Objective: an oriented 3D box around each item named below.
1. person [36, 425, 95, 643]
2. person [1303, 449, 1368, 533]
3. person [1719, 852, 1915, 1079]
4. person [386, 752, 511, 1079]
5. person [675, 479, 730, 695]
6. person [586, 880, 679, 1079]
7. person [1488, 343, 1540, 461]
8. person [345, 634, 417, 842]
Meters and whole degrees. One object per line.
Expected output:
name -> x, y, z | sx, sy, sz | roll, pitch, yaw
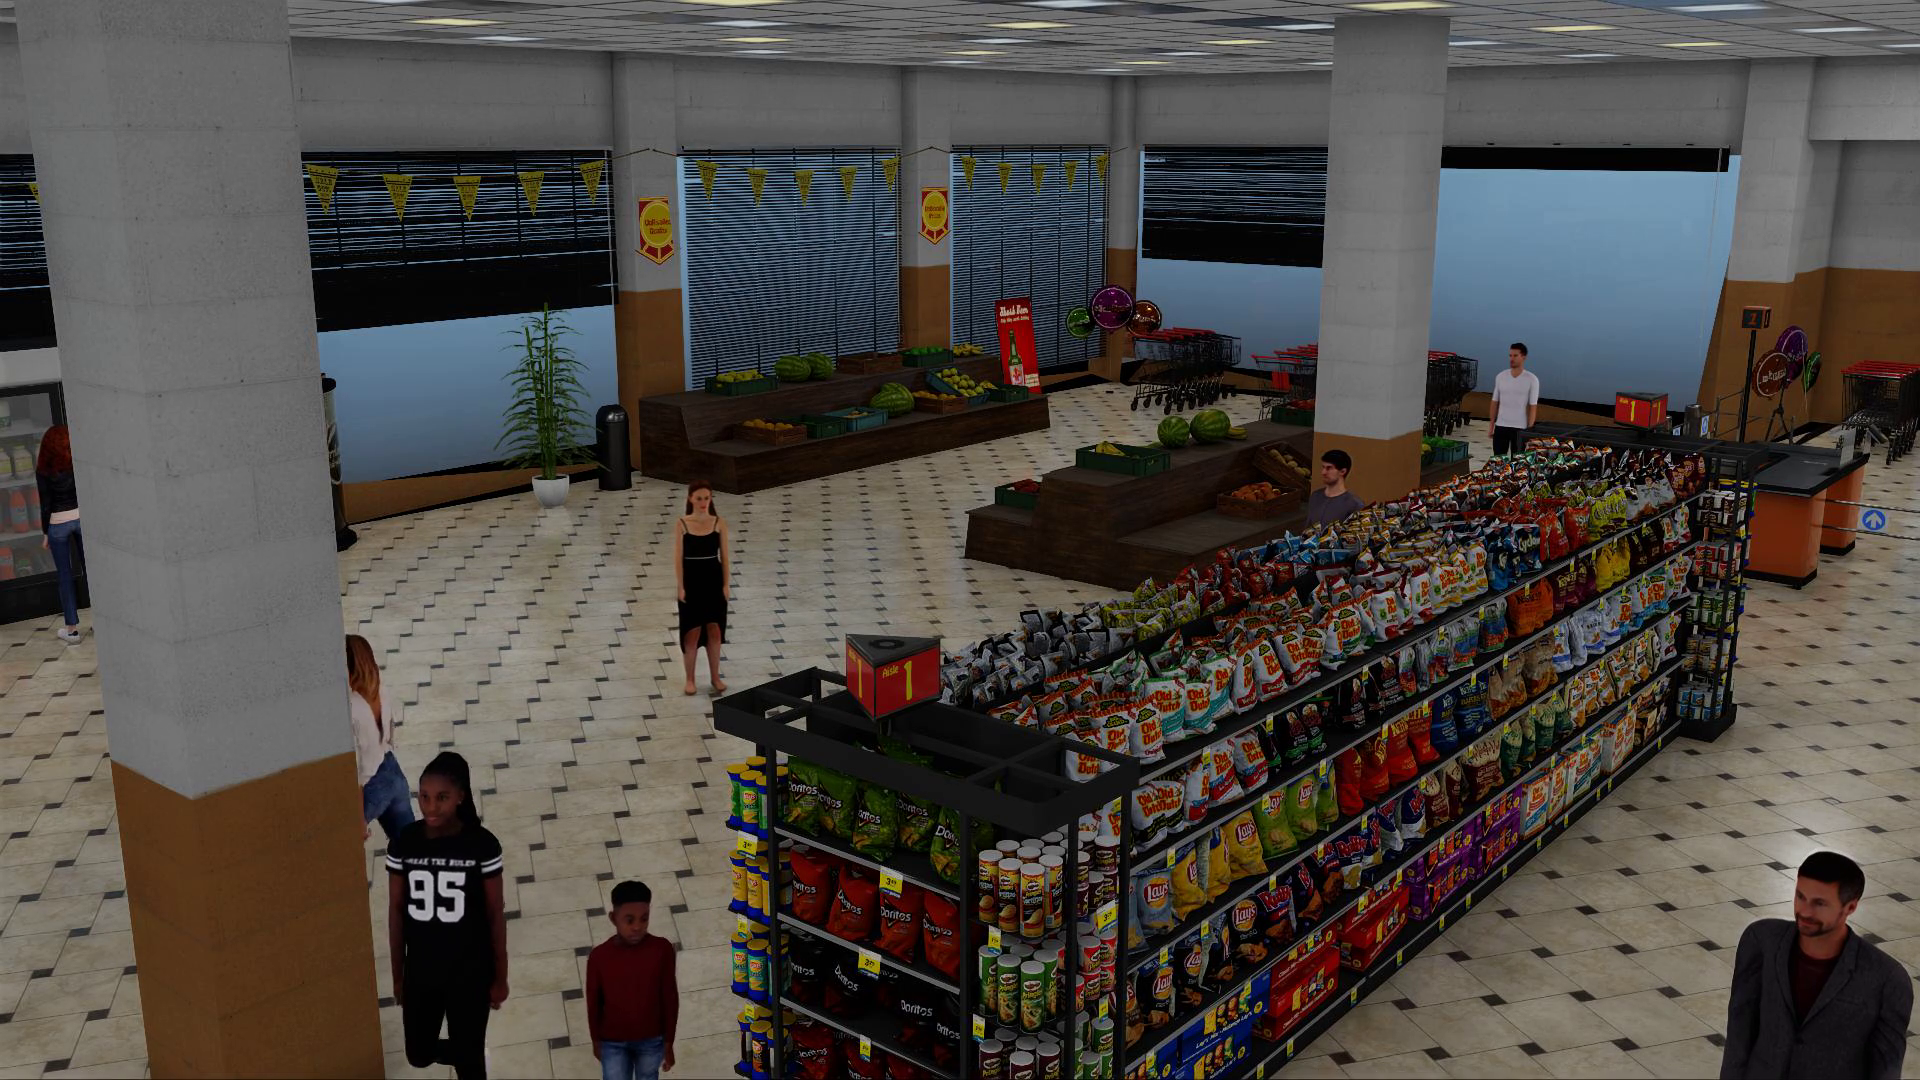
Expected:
person -> -7.273, -0.065, 13.601 | 0.639, 1.787, 0.493 | 13, 19, 43
person -> 2.709, 0.250, 12.160 | 0.608, 1.853, 0.719 | -11, 17, -37
person -> 2.737, 1.877, 5.414 | 0.599, 1.871, 0.704 | -13, 19, -43
person -> -1.997, 1.672, 6.587 | 0.916, 1.717, 1.009 | 0, 14, 1
person -> -1.910, 0.338, 12.296 | 0.643, 1.619, 0.719 | -4, 14, -16
person -> -1.294, 1.925, 6.612 | 0.885, 1.212, 0.852 | -3, 14, -14
person -> 6.103, -1.256, 18.374 | 0.659, 1.851, 0.558 | 12, 18, 41
person -> -2.806, 1.317, 8.176 | 1.043, 1.657, 1.230 | 5, 14, 18
